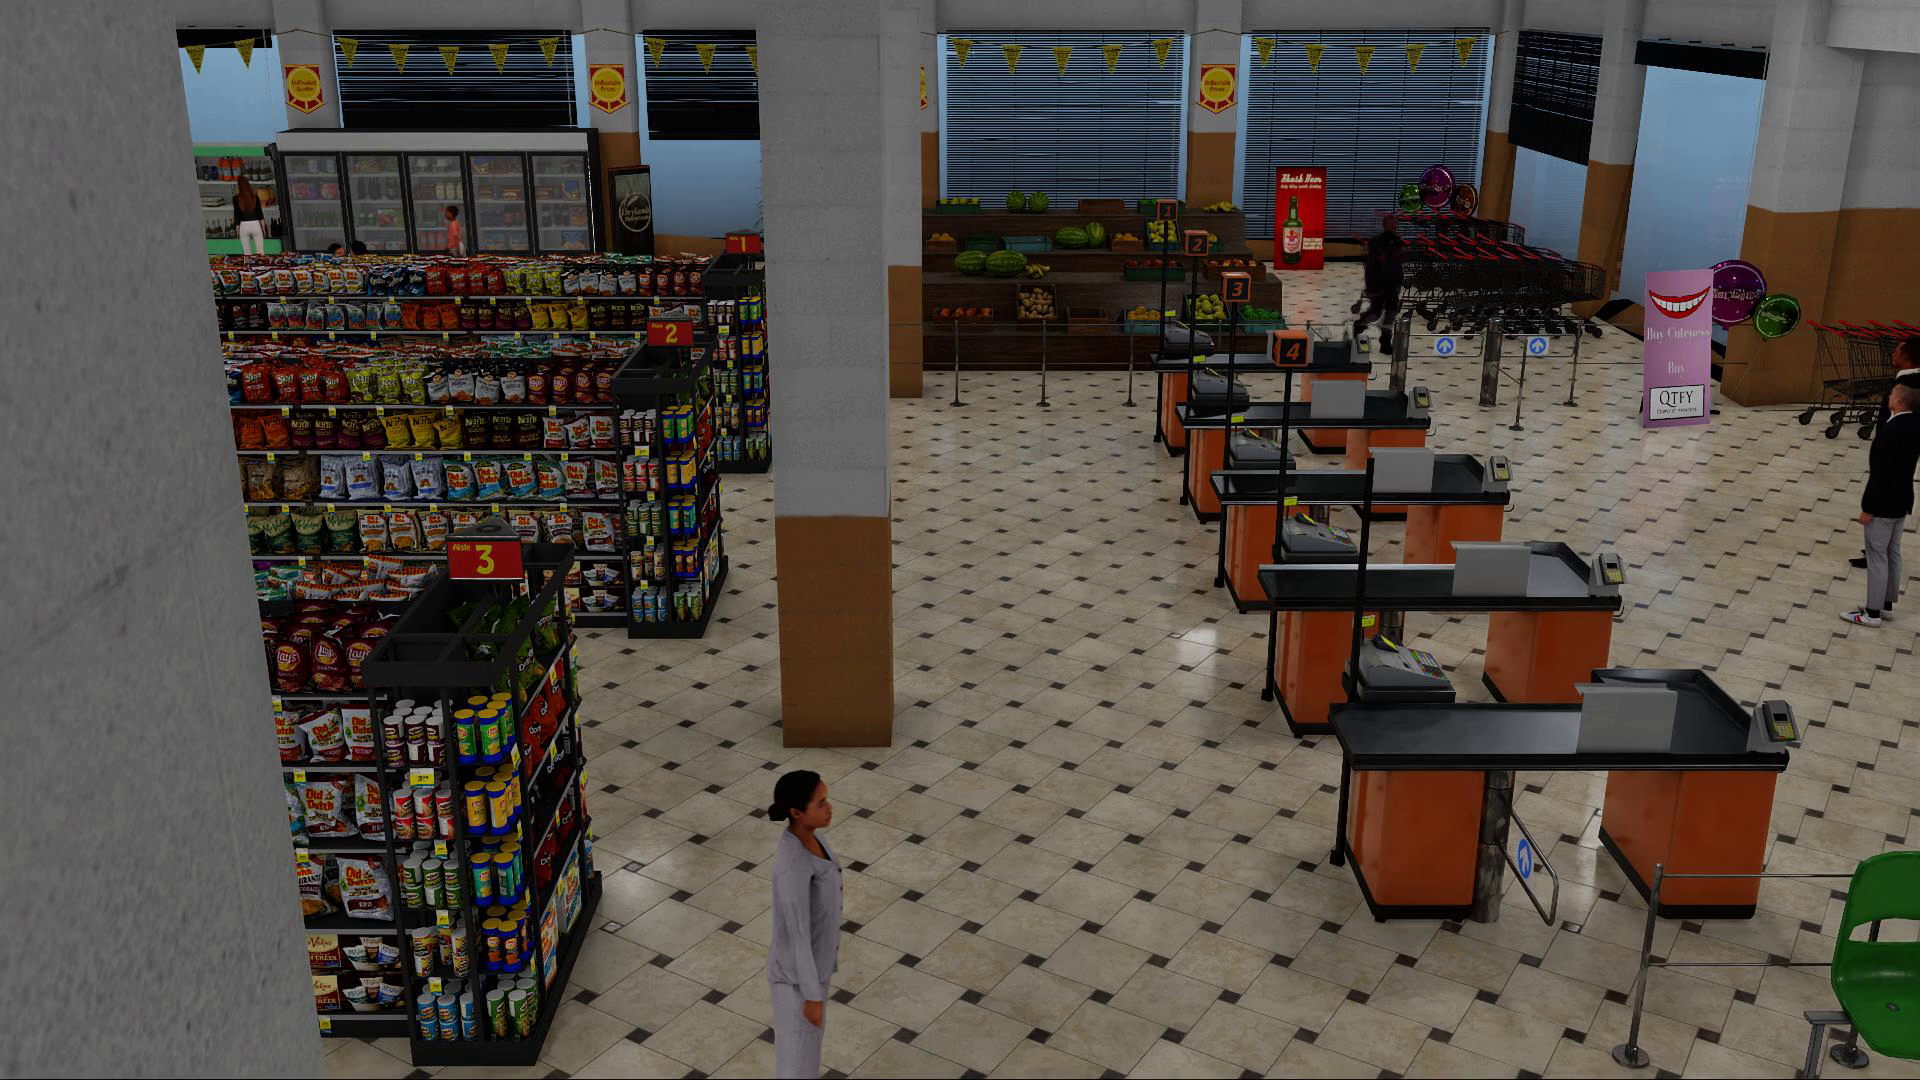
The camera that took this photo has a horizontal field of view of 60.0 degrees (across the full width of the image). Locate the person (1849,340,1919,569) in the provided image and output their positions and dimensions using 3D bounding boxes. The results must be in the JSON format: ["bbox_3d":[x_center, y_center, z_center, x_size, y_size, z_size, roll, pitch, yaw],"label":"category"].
[{"bbox_3d":[7.729,-0.701,13.725,0.828,1.917,0.770,17,25,42],"label":"person"}]

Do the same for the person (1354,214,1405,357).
[{"bbox_3d":[5.490,-3.346,21.745,1.057,1.804,0.982,-7,20,-20],"label":"person"}]

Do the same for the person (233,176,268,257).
[{"bbox_3d":[-11.455,-5.012,26.847,0.574,1.702,0.723,-7,20,-19],"label":"person"}]

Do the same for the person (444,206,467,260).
[{"bbox_3d":[-7.923,-4.639,26.383,0.778,1.291,0.540,-2,19,-7],"label":"person"}]

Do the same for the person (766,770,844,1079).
[{"bbox_3d":[-0.645,1.734,6.784,0.547,1.736,0.638,1,19,2],"label":"person"}]

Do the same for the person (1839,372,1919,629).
[{"bbox_3d":[6.996,-0.309,12.510,0.757,1.950,0.857,-14,23,-35],"label":"person"}]
